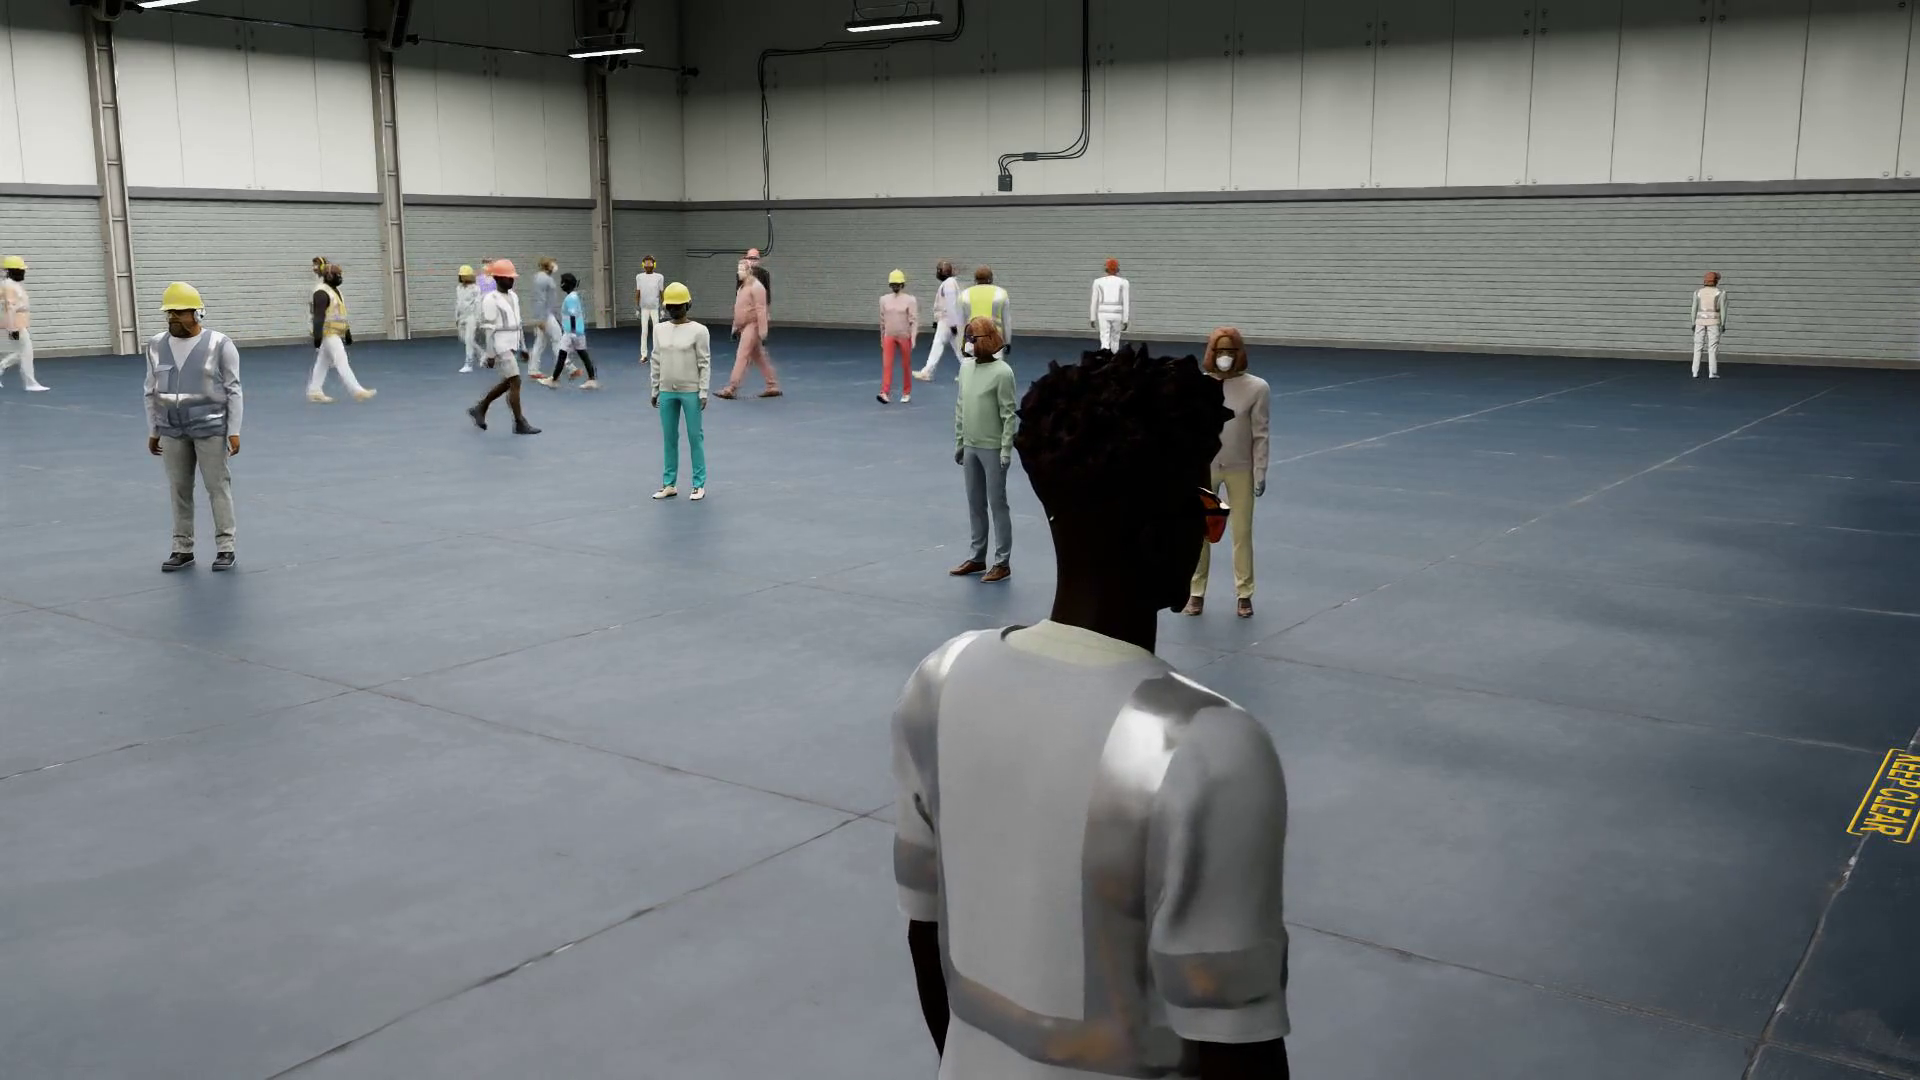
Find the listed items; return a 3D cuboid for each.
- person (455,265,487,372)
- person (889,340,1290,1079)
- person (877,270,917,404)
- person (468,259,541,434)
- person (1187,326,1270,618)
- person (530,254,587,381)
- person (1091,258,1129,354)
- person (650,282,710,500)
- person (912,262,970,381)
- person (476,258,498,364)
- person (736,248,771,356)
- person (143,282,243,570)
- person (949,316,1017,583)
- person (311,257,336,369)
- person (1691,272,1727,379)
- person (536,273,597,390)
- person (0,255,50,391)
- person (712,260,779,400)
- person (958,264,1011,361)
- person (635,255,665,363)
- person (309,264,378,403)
[{"bbox_3d":[-7.952,-3.604,27.032,0.493,1.723,0.650,5,12,28],"label":"person"},{"bbox_3d":[0.172,0.746,2.018,0.368,1.967,0.600,-8,13,-38],"label":"person"},{"bbox_3d":[-0.811,-2.604,21.450,0.540,1.714,0.939,3,10,15],"label":"person"},{"bbox_3d":[-5.034,-2.109,18.178,0.859,1.913,0.550,2,10,13],"label":"person"},{"bbox_3d":[1.459,-0.372,9.246,0.501,1.623,0.293,2,10,10],"label":"person"},{"bbox_3d":[-6.079,-3.339,25.083,0.957,1.896,0.656,-1,10,-7],"label":"person"},{"bbox_3d":[2.351,-3.486,26.066,0.585,1.850,0.938,1,10,5],"label":"person"},{"bbox_3d":[-2.274,-1.200,13.491,0.523,1.765,0.316,3,11,16],"label":"person"},{"bbox_3d":[-0.225,-3.275,25.031,0.940,1.797,0.633,1,10,8],"label":"person"},{"bbox_3d":[-8.061,-3.911,28.519,0.578,1.819,0.710,4,11,21],"label":"person"},{"bbox_3d":[-3.761,-4.314,30.325,0.647,1.974,0.451,-2,10,-11],"label":"person"},{"bbox_3d":[-4.871,-0.712,10.558,0.600,1.830,0.404,0,10,-1],"label":"person"},{"bbox_3d":[0.146,-0.557,10.249,0.267,1.632,0.507,-8,13,-38],"label":"person"},{"bbox_3d":[-10.496,-3.736,27.461,0.460,1.852,0.535,-8,13,-39],"label":"person"},{"bbox_3d":[11.511,-3.298,25.593,0.515,1.636,0.315,9,14,43],"label":"person"},{"bbox_3d":[-5.569,-2.946,23.554,0.850,1.648,0.550,-1,10,-5],"label":"person"},{"bbox_3d":[-13.281,-3.028,23.330,0.704,1.908,0.591,-3,11,-18],"label":"person"},{"bbox_3d":[-2.855,-2.811,22.252,0.989,1.851,0.668,-5,11,-25],"label":"person"},{"bbox_3d":[0.289,-2.391,19.987,0.637,1.827,0.693,3,10,14],"label":"person"},{"bbox_3d":[-5.391,-4.006,28.896,0.508,1.876,0.329,0,10,-2],"label":"person"},{"bbox_3d":[-8.105,-2.678,21.682,0.959,1.788,0.651,-1,10,-4],"label":"person"}]
